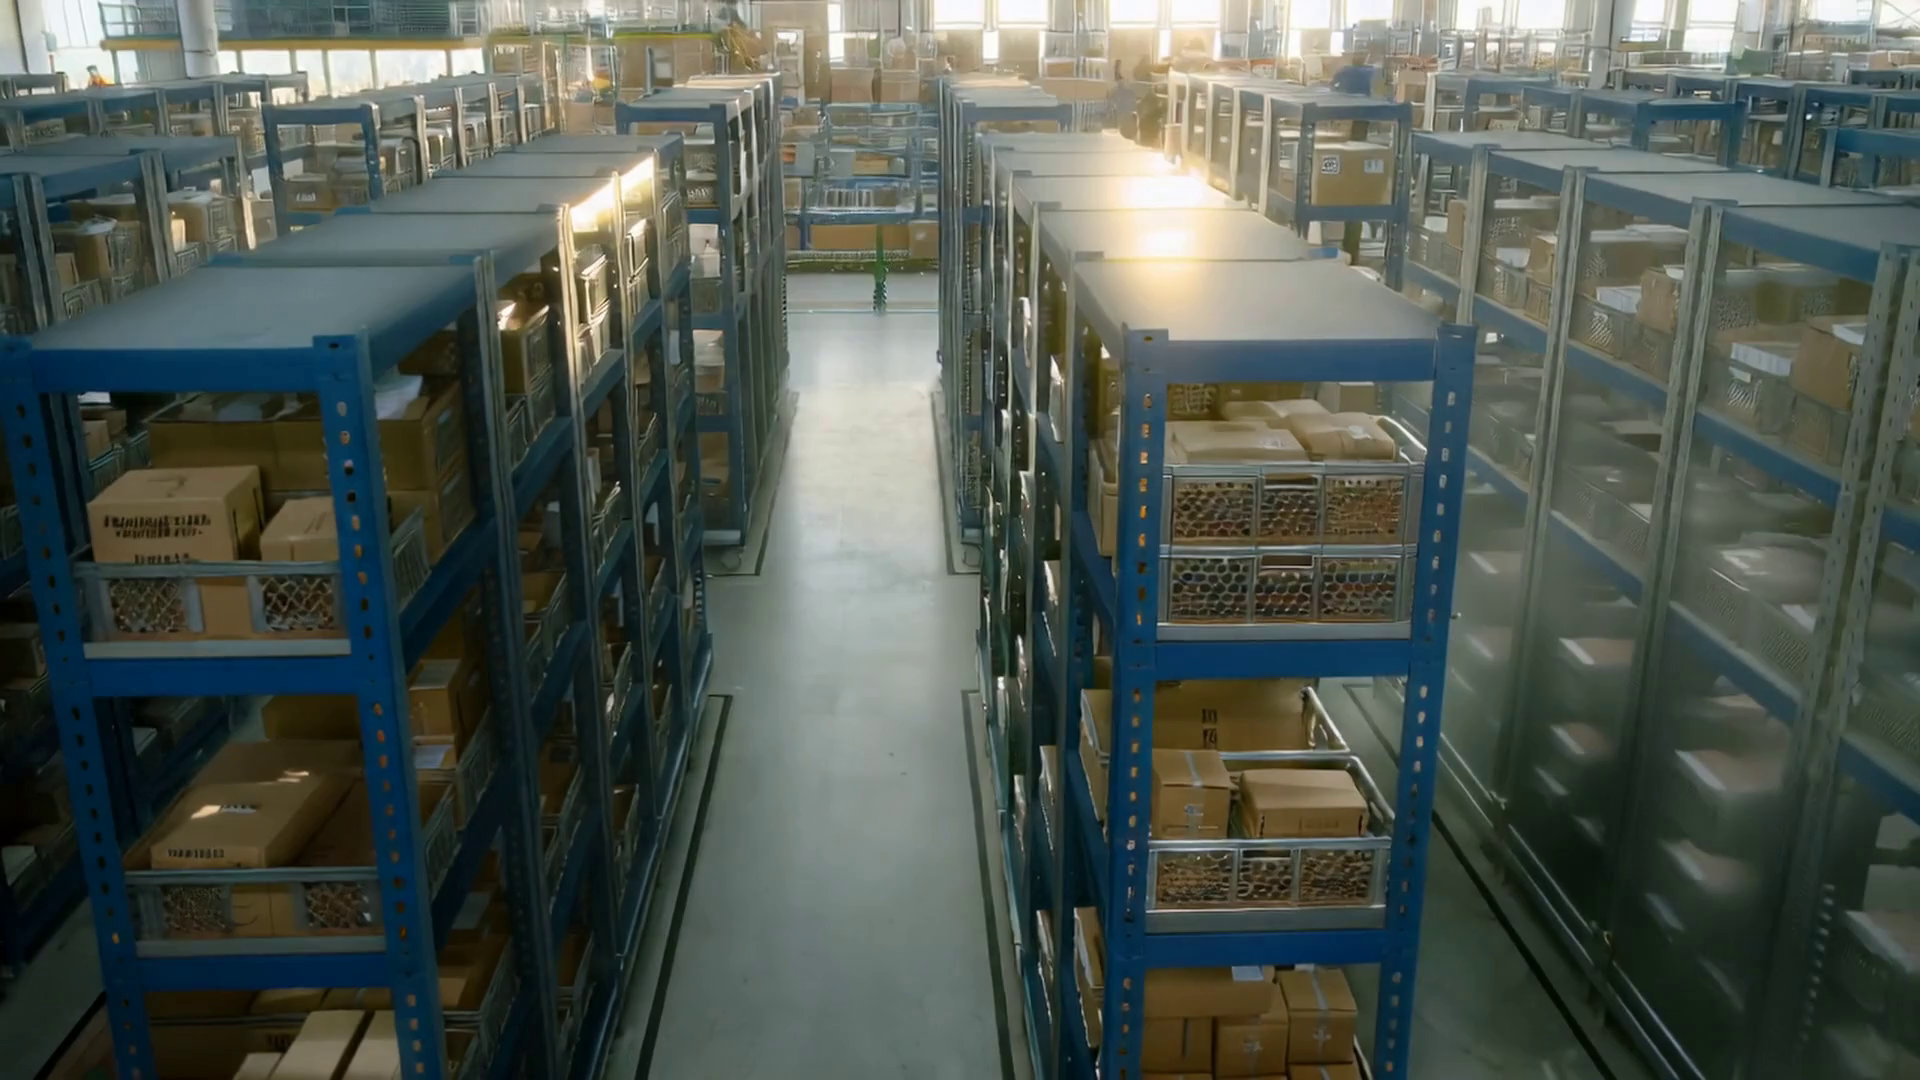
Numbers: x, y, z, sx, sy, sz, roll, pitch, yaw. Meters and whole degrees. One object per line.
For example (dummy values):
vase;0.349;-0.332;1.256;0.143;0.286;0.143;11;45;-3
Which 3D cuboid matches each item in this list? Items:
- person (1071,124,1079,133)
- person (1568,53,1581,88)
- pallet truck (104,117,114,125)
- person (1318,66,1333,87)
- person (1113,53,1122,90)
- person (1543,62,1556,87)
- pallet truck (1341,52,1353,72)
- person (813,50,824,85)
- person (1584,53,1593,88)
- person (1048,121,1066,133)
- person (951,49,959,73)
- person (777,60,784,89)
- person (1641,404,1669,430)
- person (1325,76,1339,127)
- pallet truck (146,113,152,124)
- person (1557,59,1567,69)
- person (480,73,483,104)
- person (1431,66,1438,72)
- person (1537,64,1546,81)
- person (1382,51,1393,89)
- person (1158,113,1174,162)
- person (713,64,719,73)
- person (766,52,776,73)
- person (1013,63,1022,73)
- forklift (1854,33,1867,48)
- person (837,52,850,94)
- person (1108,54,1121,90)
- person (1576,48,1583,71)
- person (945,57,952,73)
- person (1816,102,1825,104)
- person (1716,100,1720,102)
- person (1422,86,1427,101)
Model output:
person;2.347;-7.750;34.829;0.650;1.883;0.793;3;18;9
person;30.533;-23.182;82.544;0.636;1.922;0.525;-15;23;-39
pallet truck;-18.367;-7.885;35.078;1.885;1.965;0.823;1;18;2
person;14.461;-17.800;65.887;0.565;1.918;0.637;4;18;12
person;8.068;-24.031;85.327;0.450;1.819;0.640;4;18;11
person;25.429;-19.701;71.862;0.685;1.856;0.566;3;18;8
pallet truck;18.794;-23.123;82.231;0.823;1.965;1.885;-13;22;-35
person;-7.678;-25.710;90.483;0.629;1.846;0.429;-11;21;-31
person;30.017;-22.237;79.419;0.950;2.000;0.704;7;19;21
person;2.412;-9.330;39.590;0.632;1.992;1.029;11;21;30
person;-0.374;-25.726;90.421;0.723;1.922;0.624;-1;18;-2
person;-9.378;-24.245;85.941;0.890;1.845;0.577;16;24;40
person;5.286;-0.616;12.634;0.569;1.962;0.623;-4;18;-12
person;12.764;-14.993;57.275;1.023;1.884;0.546;-2;18;-7
pallet truck;-18.087;-8.309;36.390;1.885;1.965;0.823;-1;18;-4
person;32.528;-25.403;89.801;0.756;1.667;0.547;-13;22;-35
person;-17.338;-15.995;60.417;0.506;1.846;0.346;-15;23;-39
person;18.227;-17.317;64.317;0.365;1.963;0.610;-3;18;-9
person;24.145;-18.844;69.220;0.516;1.860;0.325;-8;20;-23
person;22.306;-24.541;86.813;0.624;1.872;0.993;-17;24;-41
person;4.845;-9.062;38.980;0.404;1.835;0.587;8;20;24
person;-10.030;-18.554;68.256;0.593;1.904;0.446;12;22;33
person;-9.539;-23.741;84.271;0.554;1.916;0.481;-7;19;-22
person;2.564;-20.394;74.214;0.505;1.724;0.410;-14;22;-36
forklift;45.252;-24.022;83.600;1.873;2.768;1.129;-10;21;-29
person;-5.703;-22.887;81.532;0.620;1.978;0.532;1;18;4
person;7.892;-23.759;84.497;0.945;1.806;0.545;14;23;37
person;34.100;-26.097;91.545;0.589;1.927;0.387;-7;19;-19
person;-0.542;-21.224;76.502;0.416;1.912;0.596;6;19;19
person;21.968;-10.316;42.699;0.551;1.935;0.370;6;19;18
person;22.108;-12.107;48.785;0.518;1.616;0.729;-2;18;-7
person;16.998;-16.101;60.898;0.692;1.745;0.526;2;18;6
